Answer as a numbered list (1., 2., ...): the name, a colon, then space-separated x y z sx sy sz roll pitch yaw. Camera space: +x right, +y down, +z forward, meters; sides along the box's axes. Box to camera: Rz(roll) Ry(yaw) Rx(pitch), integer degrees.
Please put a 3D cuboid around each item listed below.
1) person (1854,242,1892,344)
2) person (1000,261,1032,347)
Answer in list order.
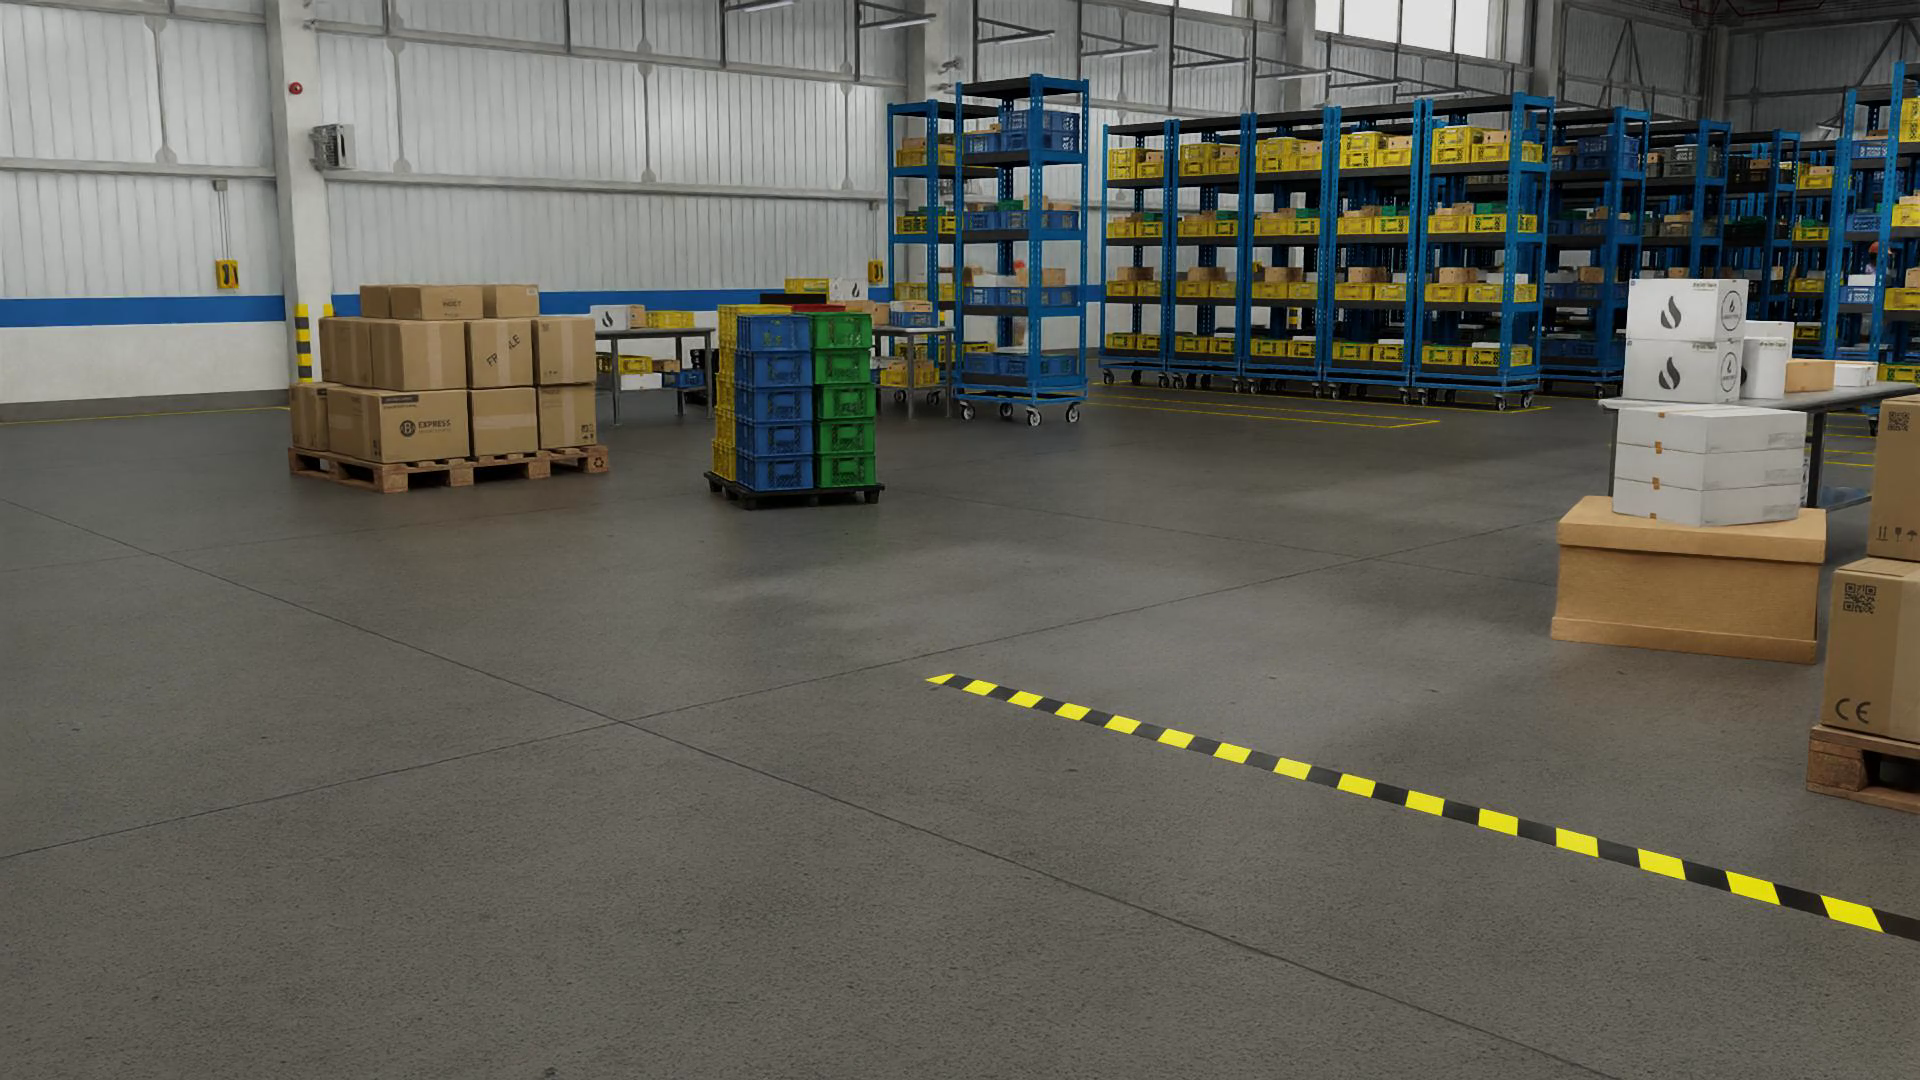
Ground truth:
1. person: 13.200 -3.304 24.046 0.605 2.035 0.407 -5 10 -25
2. person: 0.879 -3.318 25.006 0.499 1.736 0.582 -9 13 -42
